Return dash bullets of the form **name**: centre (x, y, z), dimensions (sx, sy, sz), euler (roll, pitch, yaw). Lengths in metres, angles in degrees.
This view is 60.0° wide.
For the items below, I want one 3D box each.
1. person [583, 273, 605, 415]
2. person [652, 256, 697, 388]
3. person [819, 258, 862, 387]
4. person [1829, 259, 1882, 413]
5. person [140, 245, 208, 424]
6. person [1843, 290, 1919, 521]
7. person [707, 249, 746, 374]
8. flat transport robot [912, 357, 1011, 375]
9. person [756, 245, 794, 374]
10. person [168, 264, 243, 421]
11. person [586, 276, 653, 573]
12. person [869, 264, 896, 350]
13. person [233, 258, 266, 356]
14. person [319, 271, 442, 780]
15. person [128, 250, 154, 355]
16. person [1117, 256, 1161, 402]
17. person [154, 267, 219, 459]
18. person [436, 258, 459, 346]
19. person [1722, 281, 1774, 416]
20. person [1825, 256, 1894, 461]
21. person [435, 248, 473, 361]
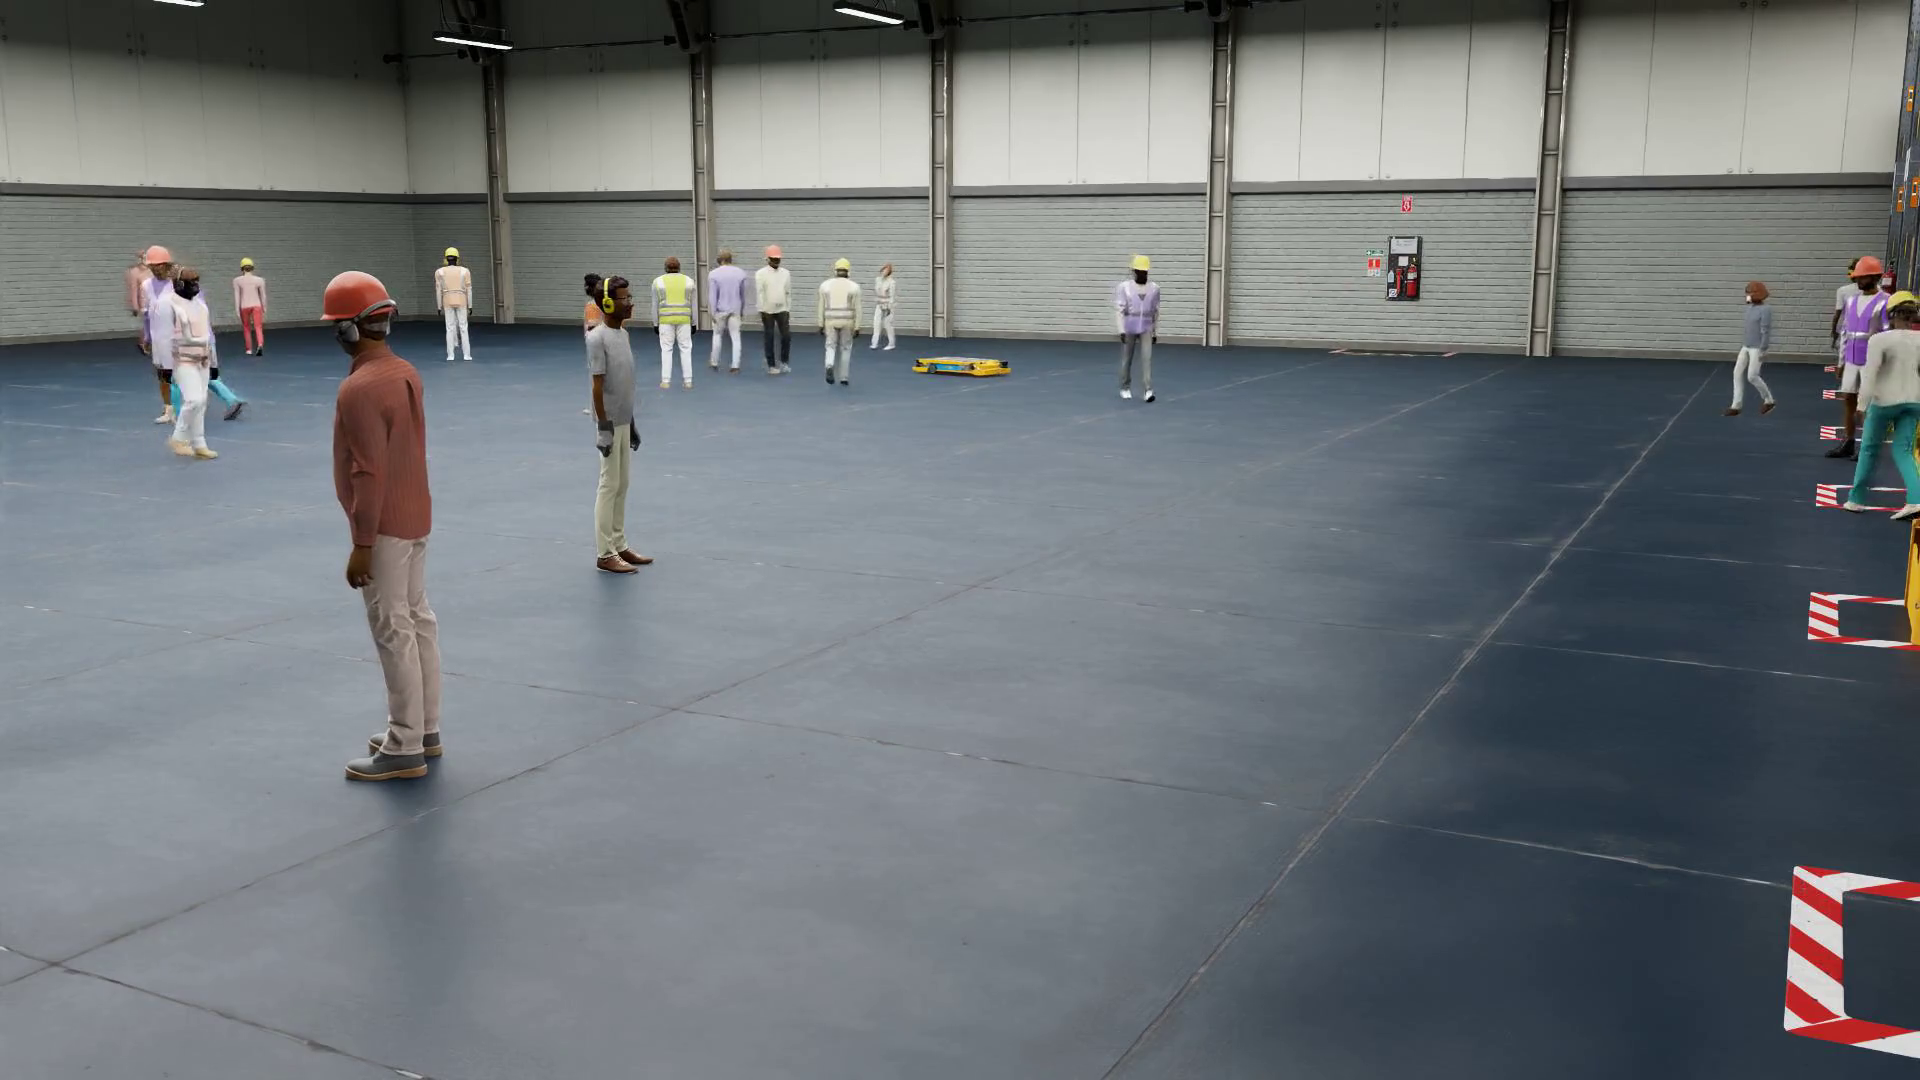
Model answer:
- **person**: centre (-4.269, -2.323, 19.751), dimensions (0.426, 1.684, 0.551), euler (1, 10, 7)
- **person**: centre (-3.991, -3.037, 23.264), dimensions (0.630, 1.835, 0.429), euler (-3, 11, -17)
- **person**: centre (-1.679, -3.031, 23.313), dimensions (0.615, 1.806, 0.591), euler (1, 10, 6)
- **person**: centre (10.789, -2.456, 20.082), dimensions (0.555, 1.838, 0.804), euler (2, 11, 11)
- **person**: centre (-8.987, -2.343, 18.980), dimensions (0.605, 2.019, 0.650), euler (2, 11, 12)
- **person**: centre (7.053, -1.012, 12.529), dimensions (0.583, 1.715, 0.756), euler (-1, 10, -5)
- **person**: centre (-3.643, -3.542, 25.817), dimensions (0.645, 1.899, 0.923), euler (-5, 12, -27)
- **flat transport robot**: centre (0.019, -2.684, 25.597), dimensions (1.431, 0.197, 0.652), euler (8, 13, 38)
- **person**: centre (-2.826, -3.519, 25.511), dimensions (0.609, 1.969, 0.574), euler (-5, 12, -27)
- **person**: centre (-8.773, -2.248, 19.043), dimensions (0.905, 1.817, 0.558), euler (1, 10, 3)
- **person**: centre (-2.176, -0.733, 10.585), dimensions (0.326, 1.876, 0.520), euler (2, 11, 9)
- **person**: centre (-1.435, -4.294, 30.757), dimensions (0.572, 1.588, 0.764), euler (7, 13, 34)
- **person**: centre (-12.575, -4.130, 29.487), dimensions (0.527, 1.737, 0.837), euler (-6, 12, -29)
- **person**: centre (-2.279, -0.050, 6.546), dimensions (0.392, 1.990, 0.612), euler (0, 10, 1)
- **person**: centre (-14.297, -4.163, 29.300), dimensions (0.914, 1.878, 0.637), euler (5, 12, 26)
- **person**: centre (2.305, -2.725, 21.466), dimensions (0.594, 1.869, 1.042), euler (-1, 10, -8)
- **person**: centre (-7.301, -1.666, 15.788), dimensions (0.448, 1.830, 0.656), euler (2, 11, 11)
- **person**: centre (-9.906, -4.627, 32.268), dimensions (0.508, 1.693, 0.874), euler (-7, 13, -34)
- **person**: centre (9.354, -2.258, 19.673), dimensions (0.606, 1.594, 0.543), euler (-2, 11, -9)
- **person**: centre (8.537, -1.709, 15.732), dimensions (0.369, 1.935, 0.551), euler (-4, 11, -20)
- **person**: centre (-8.582, -3.993, 28.246), dimensions (0.585, 1.917, 0.382), euler (-3, 11, -15)
